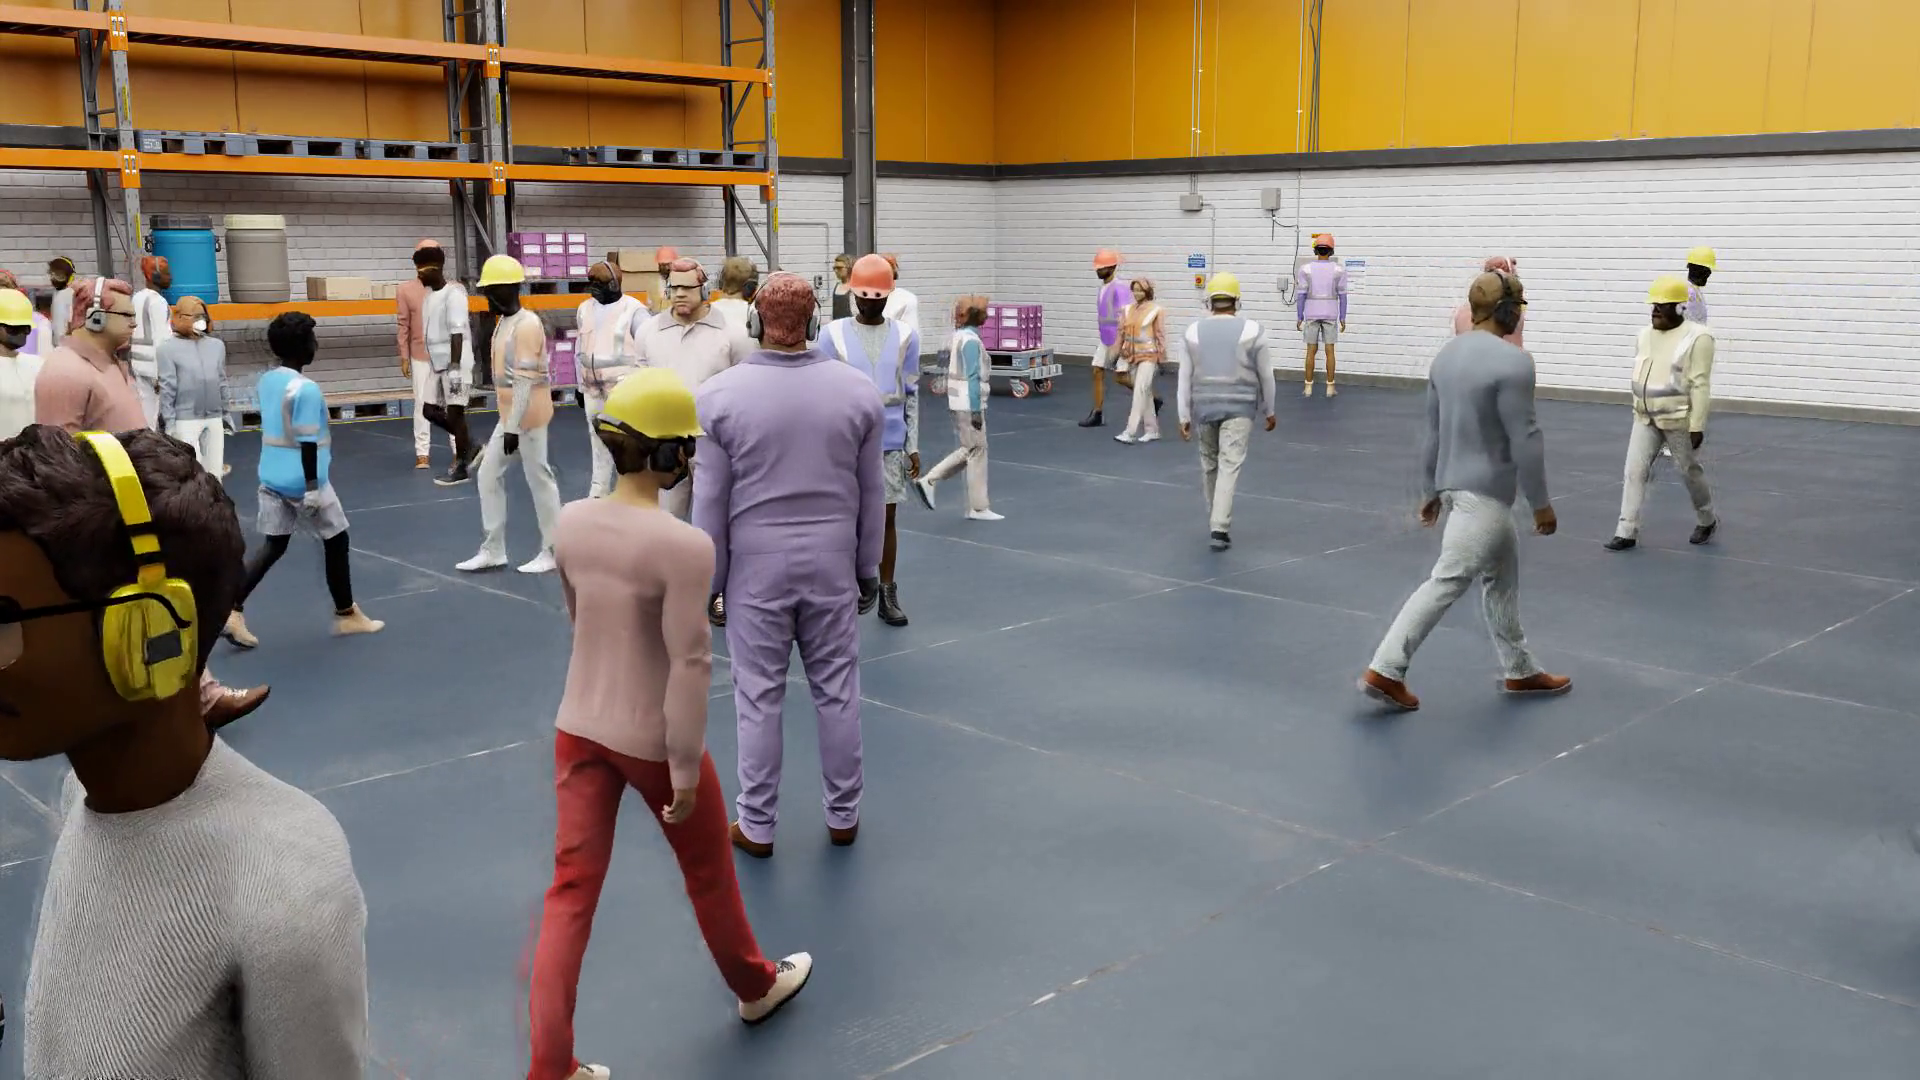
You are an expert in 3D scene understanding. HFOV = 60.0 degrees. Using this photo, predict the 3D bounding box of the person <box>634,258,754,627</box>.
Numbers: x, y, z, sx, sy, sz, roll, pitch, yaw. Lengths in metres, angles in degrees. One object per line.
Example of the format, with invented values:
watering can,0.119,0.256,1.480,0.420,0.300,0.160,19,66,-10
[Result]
person,-1.389,-0.494,8.607,0.651,1.904,0.404,1,10,5

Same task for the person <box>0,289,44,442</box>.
person,-4.687,-0.360,8.281,0.326,1.760,0.524,2,11,13

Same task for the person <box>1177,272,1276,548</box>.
person,1.746,-0.857,10.942,0.603,1.786,0.946,5,11,25

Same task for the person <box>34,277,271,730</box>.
person,-3.354,-0.119,6.706,0.993,1.844,0.663,-3,11,-14

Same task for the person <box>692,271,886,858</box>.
person,-0.561,0.087,5.440,0.641,1.908,0.407,-4,11,-20

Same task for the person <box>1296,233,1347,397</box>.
person,4.534,-2.810,20.862,0.616,2.041,0.377,2,11,12

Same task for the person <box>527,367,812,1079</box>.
person,-0.740,0.449,3.985,0.528,1.718,0.894,6,12,30

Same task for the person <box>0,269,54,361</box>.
person,-5.956,-0.817,10.605,0.641,1.815,0.570,2,11,11

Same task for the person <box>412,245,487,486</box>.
person,-4.146,-1.425,13.578,0.641,1.941,0.486,9,14,41

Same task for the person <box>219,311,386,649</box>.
person,-3.321,-0.290,8.176,0.535,1.669,0.820,9,14,40

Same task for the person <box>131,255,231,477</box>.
person,-6.470,-1.398,13.690,0.580,1.856,0.836,9,14,42

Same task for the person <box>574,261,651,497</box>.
person,-2.515,-1.083,12.017,0.624,1.837,0.430,5,11,24

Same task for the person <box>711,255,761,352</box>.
person,-1.297,-0.646,9.419,0.763,1.901,0.755,2,11,10

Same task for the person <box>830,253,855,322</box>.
person,-1.204,-2.161,17.892,0.443,1.830,0.518,-9,13,-39

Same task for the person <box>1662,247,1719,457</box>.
person,6.650,-1.705,15.180,0.392,1.916,0.588,5,11,24

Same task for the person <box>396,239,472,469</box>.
person,-4.559,-1.607,14.467,0.617,1.986,0.408,-4,11,-19

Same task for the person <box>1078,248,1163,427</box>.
person,1.694,-2.133,17.592,0.831,1.901,0.586,-4,11,-21

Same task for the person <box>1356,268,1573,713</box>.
person,2.168,-0.204,7.096,1.053,1.898,0.629,-2,11,-10

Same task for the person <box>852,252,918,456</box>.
person,-0.645,-1.475,14.030,0.601,1.878,0.381,3,11,15

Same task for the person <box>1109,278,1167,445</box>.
person,1.689,-1.719,16.116,0.819,1.604,0.521,-8,13,-38

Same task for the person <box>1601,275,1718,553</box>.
person,4.604,-0.812,10.707,0.945,1.790,0.596,-5,12,-28

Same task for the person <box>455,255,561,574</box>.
person,-2.707,-0.719,9.833,0.771,1.898,0.610,-6,12,-31

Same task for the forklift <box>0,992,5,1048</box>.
forklift,-3.245,0.323,3.363,2.313,2.155,1.214,2,11,13

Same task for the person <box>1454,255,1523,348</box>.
person,3.573,-0.981,11.301,0.467,1.888,0.655,-3,11,-14

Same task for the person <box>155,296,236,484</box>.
person,-4.983,-0.775,10.883,0.275,1.632,0.507,6,12,28

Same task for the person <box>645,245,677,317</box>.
person,-3.211,-2.321,18.550,0.544,1.920,0.781,4,11,22

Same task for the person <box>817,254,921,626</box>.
person,-0.459,-0.498,8.571,0.542,1.927,0.382,-3,11,-14

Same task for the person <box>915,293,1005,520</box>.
person,0.009,-0.933,11.783,0.549,1.627,0.523,-1,10,-7

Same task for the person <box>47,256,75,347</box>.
person,-8.378,-1.724,15.565,0.373,1.822,0.582,-9,14,-41

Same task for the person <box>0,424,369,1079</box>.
person,-0.704,0.826,1.528,0.577,1.865,0.354,10,14,43
